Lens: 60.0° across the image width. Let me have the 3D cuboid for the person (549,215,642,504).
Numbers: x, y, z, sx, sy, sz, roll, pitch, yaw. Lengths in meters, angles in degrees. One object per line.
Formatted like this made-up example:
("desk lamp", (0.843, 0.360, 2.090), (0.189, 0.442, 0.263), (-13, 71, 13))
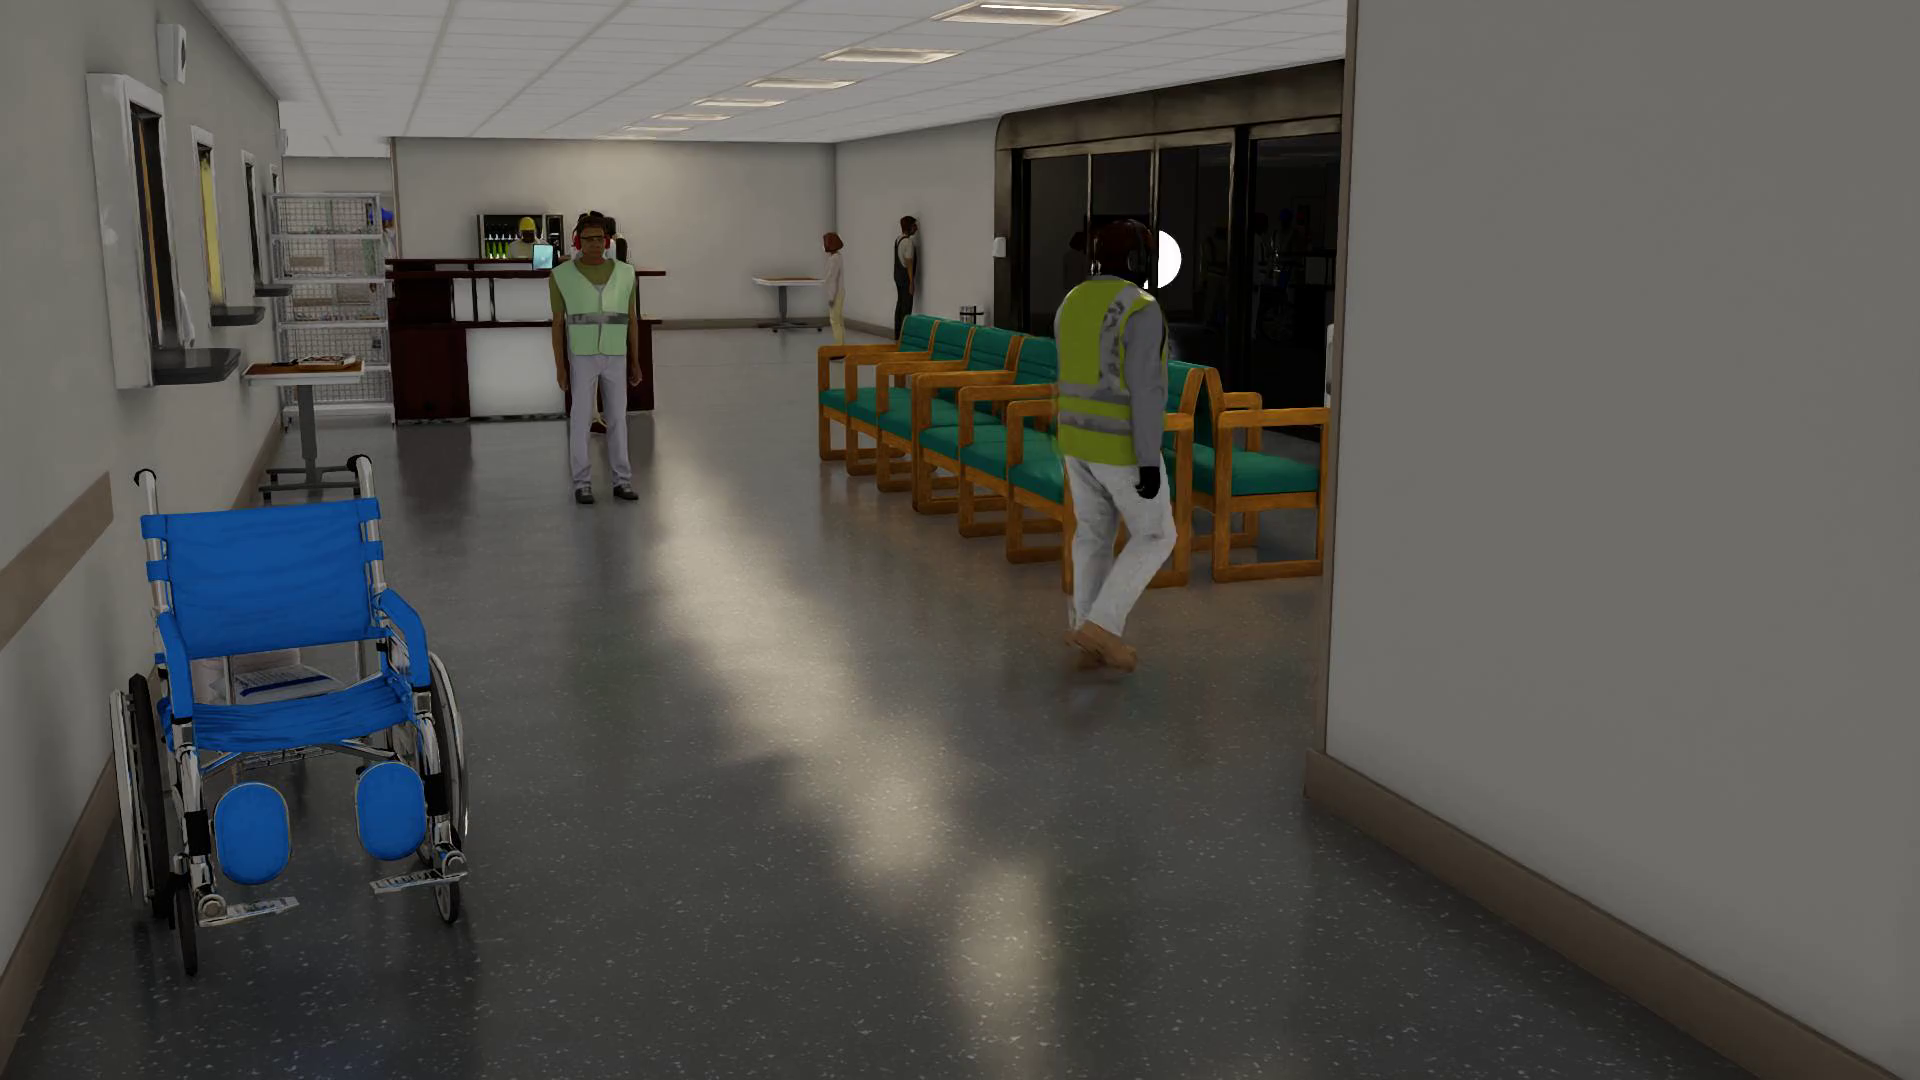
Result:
("person", (-2.344, -1.155, 10.703), (0.561, 1.838, 0.388), (-6, 13, -29))

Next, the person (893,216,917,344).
("person", (-0.763, -3.649, 23.492), (0.338, 1.838, 0.506), (-4, 12, -21))

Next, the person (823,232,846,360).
("person", (-1.608, -3.112, 21.293), (0.285, 1.627, 0.504), (1, 11, 4))

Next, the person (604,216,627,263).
("person", (-5.131, -3.820, 24.405), (0.459, 1.825, 0.656), (-9, 14, -38))

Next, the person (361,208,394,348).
("person", (-8.097, -3.657, 23.245), (0.388, 1.947, 0.613), (2, 11, 8))

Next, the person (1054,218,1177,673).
("person", (0.609, -0.357, 6.641), (0.432, 1.821, 0.641), (-7, 13, -32))

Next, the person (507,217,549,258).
("person", (-5.769, -3.421, 22.369), (0.603, 1.825, 0.403), (-3, 11, -13))

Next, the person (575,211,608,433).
("person", (-3.094, -1.846, 14.146), (0.323, 1.876, 0.528), (-2, 11, -9))
